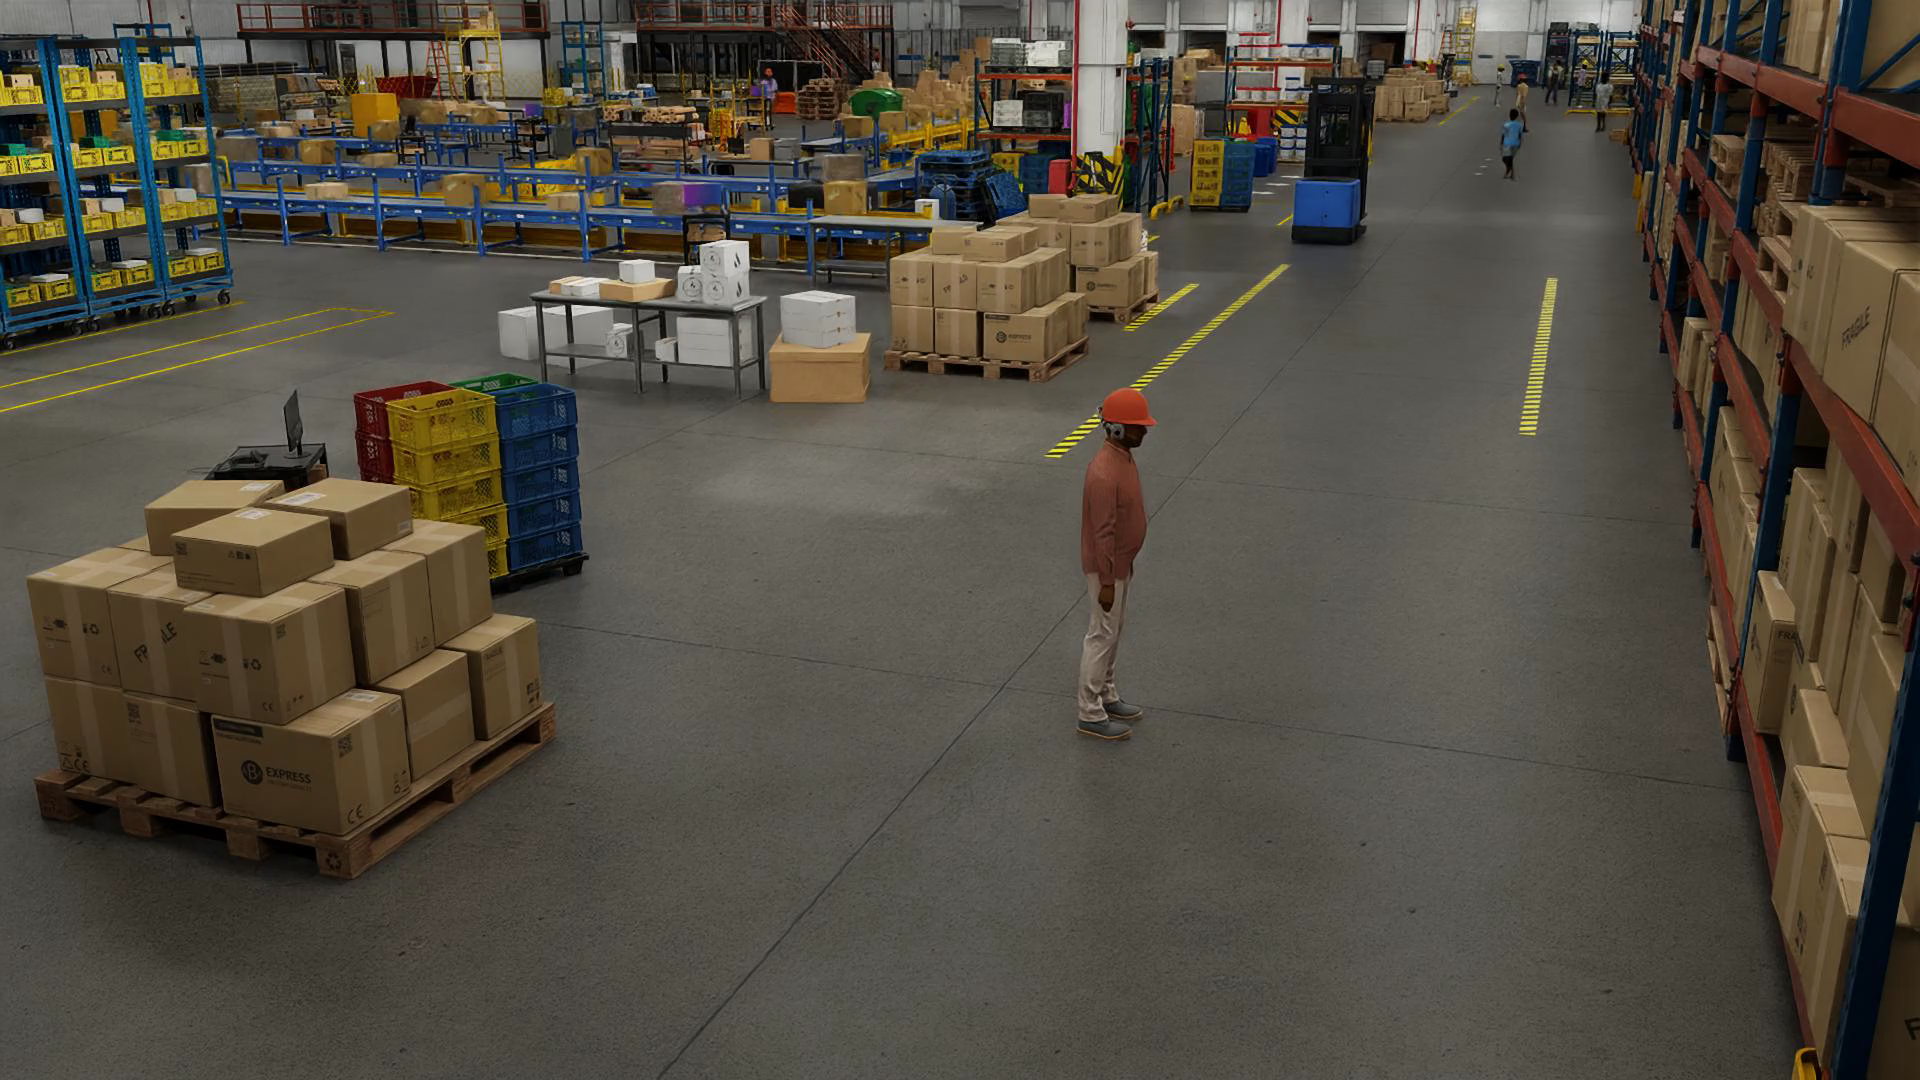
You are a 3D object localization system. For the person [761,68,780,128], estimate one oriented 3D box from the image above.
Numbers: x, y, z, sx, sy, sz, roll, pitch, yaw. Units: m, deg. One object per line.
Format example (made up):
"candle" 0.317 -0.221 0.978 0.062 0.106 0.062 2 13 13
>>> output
"person" -6.694 -15.472 58.198 0.618 2.013 0.943 -12 21 -32

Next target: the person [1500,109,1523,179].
"person" 13.267 -9.503 39.971 0.540 1.679 0.625 -3 18 -8

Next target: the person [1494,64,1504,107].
"person" 22.933 -19.303 70.651 0.297 1.743 0.493 8 19 23

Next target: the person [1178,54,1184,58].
"person" 11.171 -23.691 84.279 0.429 1.846 0.625 9 20 27

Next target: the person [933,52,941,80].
"person" -1.278 -25.583 90.233 0.624 1.840 0.429 -15 23 -38

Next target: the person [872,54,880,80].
"person" -4.020 -22.569 80.612 0.366 1.931 0.542 14 22 37

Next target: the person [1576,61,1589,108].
"person" 26.187 -19.188 70.009 0.379 1.918 0.585 9 20 27

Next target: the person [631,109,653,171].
"person" -7.517 -9.264 39.131 0.873 1.732 0.530 -3 18 -10

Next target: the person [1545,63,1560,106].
"person" 25.338 -19.473 71.110 0.511 1.809 0.905 -1 18 -3

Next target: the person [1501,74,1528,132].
"person" 18.717 -14.659 55.808 0.575 1.890 0.955 -15 23 -39

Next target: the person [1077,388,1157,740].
"person" 0.864 0.130 9.209 0.400 1.987 0.608 4 18 13

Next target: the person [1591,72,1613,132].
"person" 21.509 -14.664 55.748 0.470 1.950 0.628 -13 22 -35

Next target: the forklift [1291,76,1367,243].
"forklift" 6.598 -6.755 29.381 1.129 2.768 1.873 6 19 19

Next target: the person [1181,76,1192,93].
"person" 8.021 -15.526 58.791 0.764 1.743 0.530 -14 22 -37

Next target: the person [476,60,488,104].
"person" -20.809 -19.871 72.232 0.525 1.867 0.615 7 19 20

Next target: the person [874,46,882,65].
"person" -4.919 -28.710 99.952 0.597 1.906 0.591 6 19 19

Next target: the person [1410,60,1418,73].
"person" 21.703 -22.090 79.498 0.628 1.681 0.544 -8 19 -24

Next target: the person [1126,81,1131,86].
"person" 6.059 -16.118 60.251 0.393 1.986 0.610 -2 18 -5

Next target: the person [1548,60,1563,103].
"person" 26.466 -20.405 73.964 0.598 1.849 1.064 9 20 27

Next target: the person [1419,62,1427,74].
"person" 19.456 -19.124 69.915 0.500 1.853 0.508 14 22 37

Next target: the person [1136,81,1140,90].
"person" 8.784 -22.987 81.941 0.384 1.932 0.622 -13 22 -34

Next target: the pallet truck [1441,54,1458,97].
"pallet truck" 22.765 -21.886 78.355 0.823 1.965 1.885 -4 18 -14

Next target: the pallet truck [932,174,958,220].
"pallet truck" -0.507 -5.292 27.348 0.653 1.274 1.630 6 19 19
